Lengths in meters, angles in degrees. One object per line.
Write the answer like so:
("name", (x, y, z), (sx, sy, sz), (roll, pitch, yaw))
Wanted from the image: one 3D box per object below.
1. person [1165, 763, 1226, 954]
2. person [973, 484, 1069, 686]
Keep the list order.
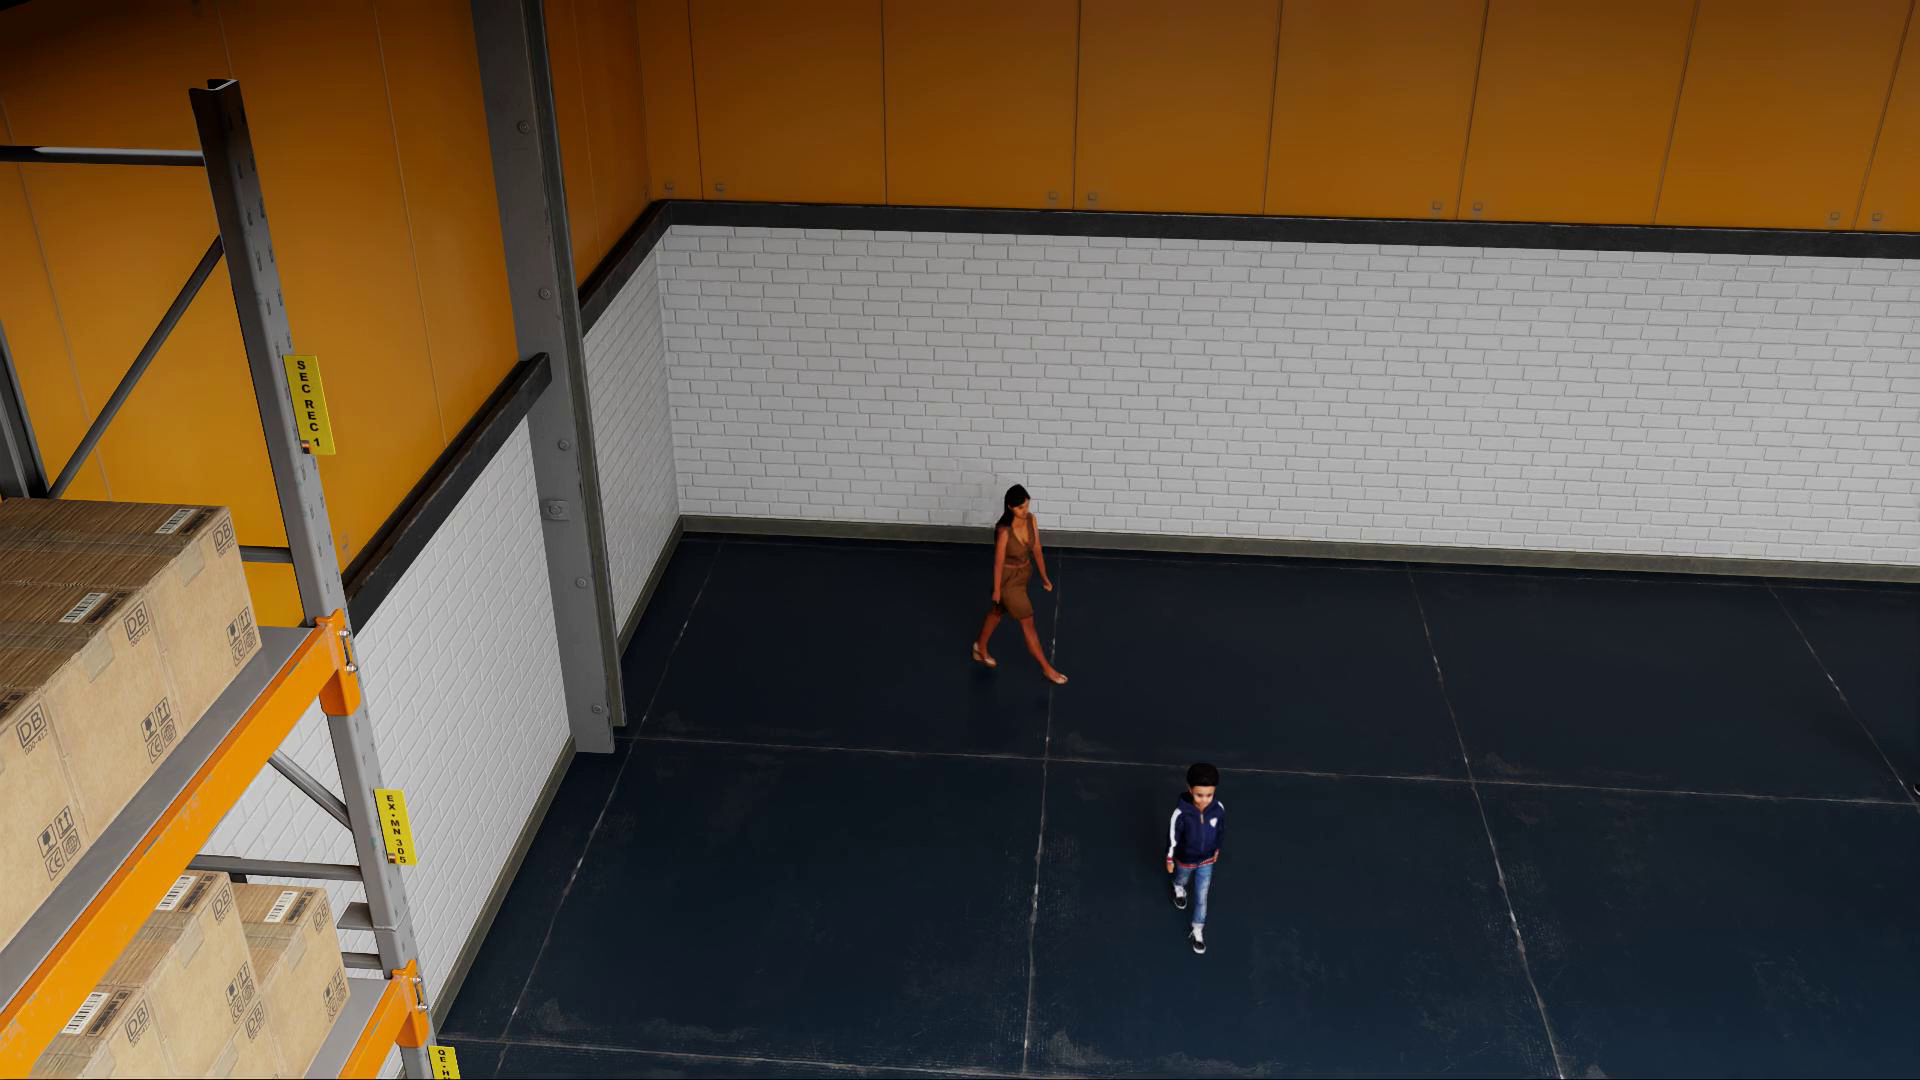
("person", (1.418, 1.856, 10.135), (0.585, 1.208, 0.855), (-1, 29, -2))
("person", (0.332, 0.316, 12.514), (0.947, 1.635, 1.076), (17, 33, 29))
